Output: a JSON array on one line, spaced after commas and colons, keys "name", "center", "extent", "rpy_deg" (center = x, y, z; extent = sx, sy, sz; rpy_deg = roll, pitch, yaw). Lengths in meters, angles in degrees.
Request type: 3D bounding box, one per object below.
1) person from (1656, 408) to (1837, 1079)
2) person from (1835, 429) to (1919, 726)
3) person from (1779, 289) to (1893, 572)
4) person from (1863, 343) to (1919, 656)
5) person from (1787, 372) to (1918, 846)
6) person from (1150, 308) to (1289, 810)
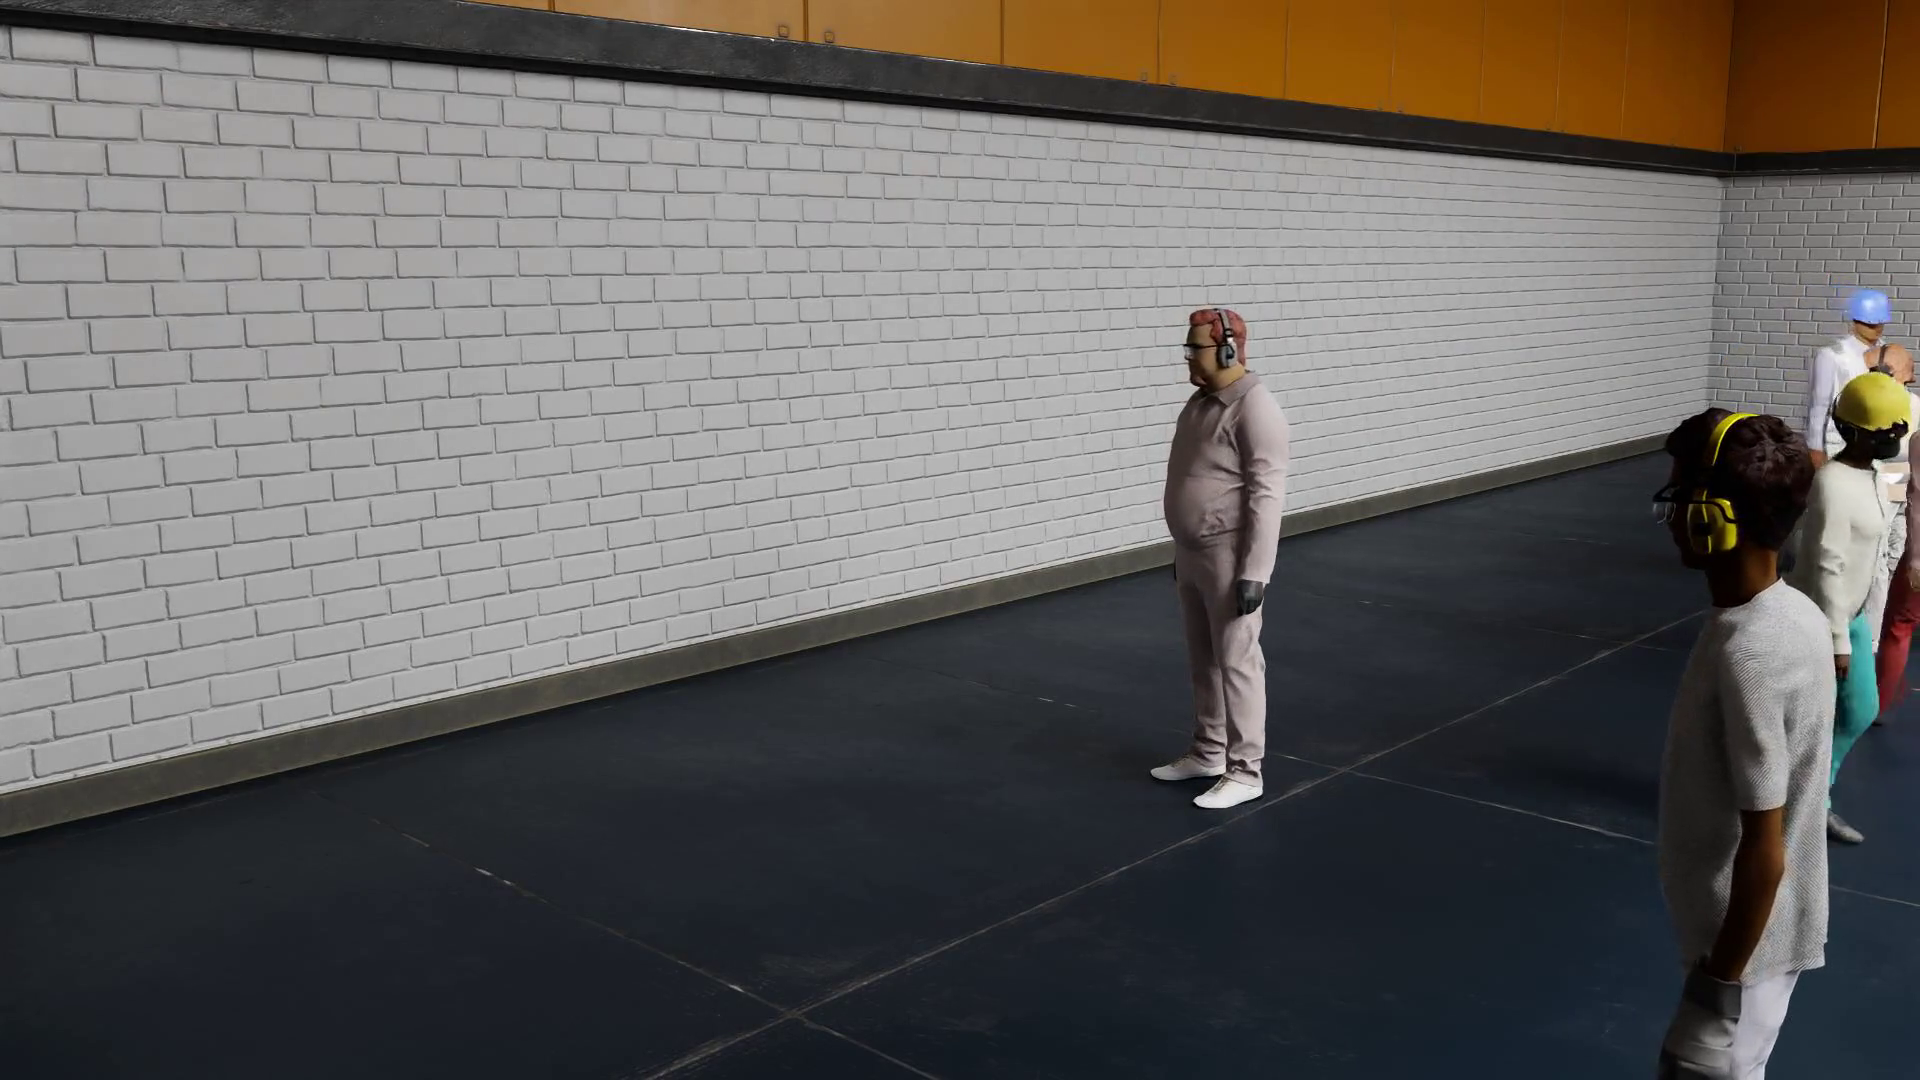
[{"name": "person", "center": [1.294, 0.709, 2.847], "extent": [0.332, 1.866, 0.514], "rpy_deg": [5, 11, 28]}, {"name": "person", "center": [4.224, 0.039, 7.074], "extent": [0.533, 1.727, 0.916], "rpy_deg": [-2, 10, -13]}, {"name": "person", "center": [5.560, -0.626, 10.417], "extent": [0.618, 1.870, 1.072], "rpy_deg": [-1, 10, -7]}, {"name": "person", "center": [4.827, -0.209, 8.720], "extent": [0.510, 1.639, 0.308], "rpy_deg": [-7, 12, -36]}, {"name": "person", "center": [2.990, 0.276, 5.693], "extent": [0.477, 1.719, 0.562], "rpy_deg": [10, 14, 44]}, {"name": "person", "center": [0.973, 0.069, 6.376], "extent": [0.403, 1.904, 0.652], "rpy_deg": [-3, 10, -18]}]
